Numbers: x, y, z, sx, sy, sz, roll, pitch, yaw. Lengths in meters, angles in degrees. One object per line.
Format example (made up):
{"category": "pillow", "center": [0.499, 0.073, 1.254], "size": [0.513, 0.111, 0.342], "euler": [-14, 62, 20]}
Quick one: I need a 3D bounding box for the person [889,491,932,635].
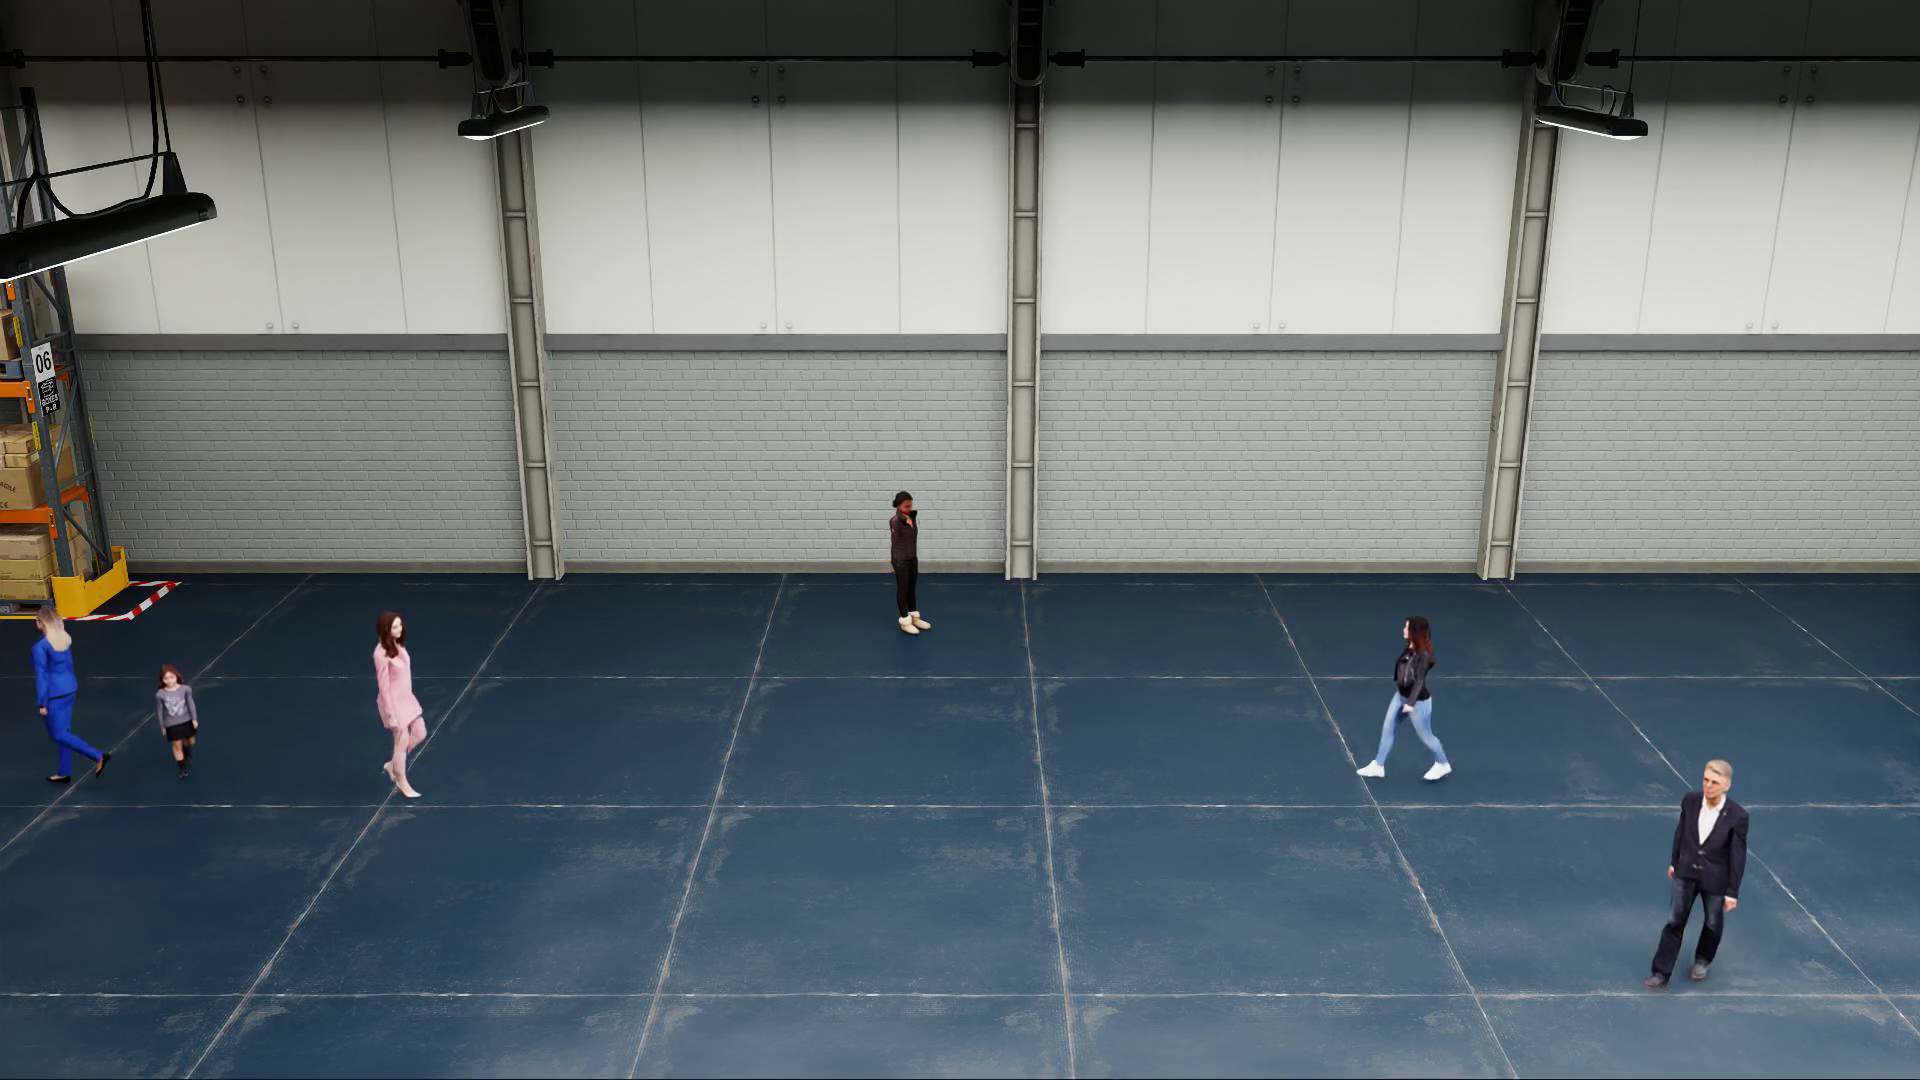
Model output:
{"category": "person", "center": [-0.637, 0.232, 19.021], "size": [0.703, 1.664, 0.767], "euler": [1, 18, 4]}

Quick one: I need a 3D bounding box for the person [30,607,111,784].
{"category": "person", "center": [-8.177, 1.447, 15.271], "size": [0.913, 1.675, 0.707], "euler": [0, 18, 1]}

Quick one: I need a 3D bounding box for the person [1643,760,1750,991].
{"category": "person", "center": [5.479, 2.412, 12.134], "size": [1.204, 1.783, 1.142], "euler": [-17, 24, -42]}

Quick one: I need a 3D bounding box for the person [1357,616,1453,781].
{"category": "person", "center": [4.235, 1.489, 15.270], "size": [1.121, 1.597, 0.740], "euler": [-2, 18, -6]}

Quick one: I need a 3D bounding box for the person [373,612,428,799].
{"category": "person", "center": [-5.139, 1.485, 14.973], "size": [0.709, 1.787, 0.683], "euler": [3, 18, 9]}

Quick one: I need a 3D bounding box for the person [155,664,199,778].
{"category": "person", "center": [-7.318, 1.658, 15.551], "size": [0.610, 1.100, 0.665], "euler": [-11, 21, -29]}
